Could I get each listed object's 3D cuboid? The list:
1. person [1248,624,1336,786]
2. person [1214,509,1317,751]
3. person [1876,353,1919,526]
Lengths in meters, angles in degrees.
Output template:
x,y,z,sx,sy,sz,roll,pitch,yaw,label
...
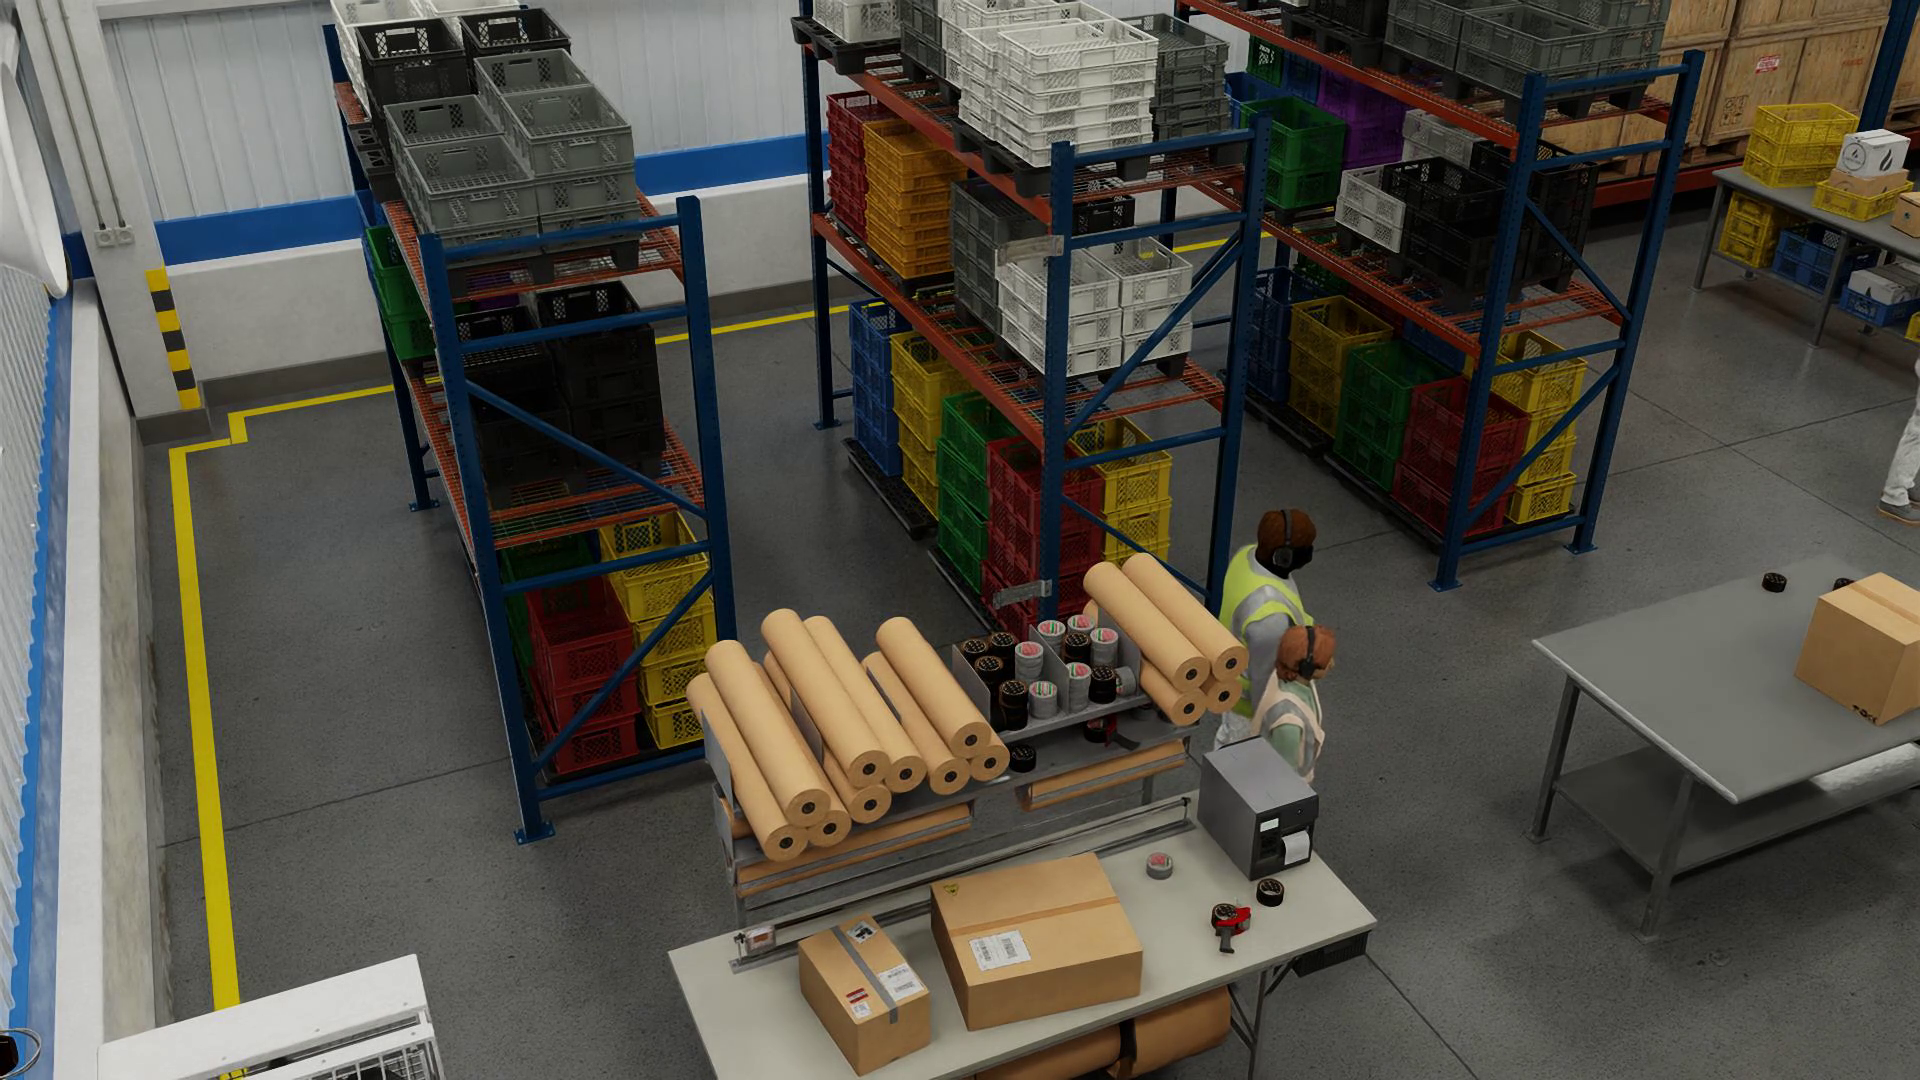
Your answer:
x,y,z,sx,sy,sz,roll,pitch,yaw,label
1.335,1.038,6.979,0.321,1.628,0.529,8,33,13,person
1.331,0.666,7.388,0.430,1.836,0.629,0,32,0,person
5.953,-0.989,10.032,0.354,1.879,0.566,20,37,29,person
